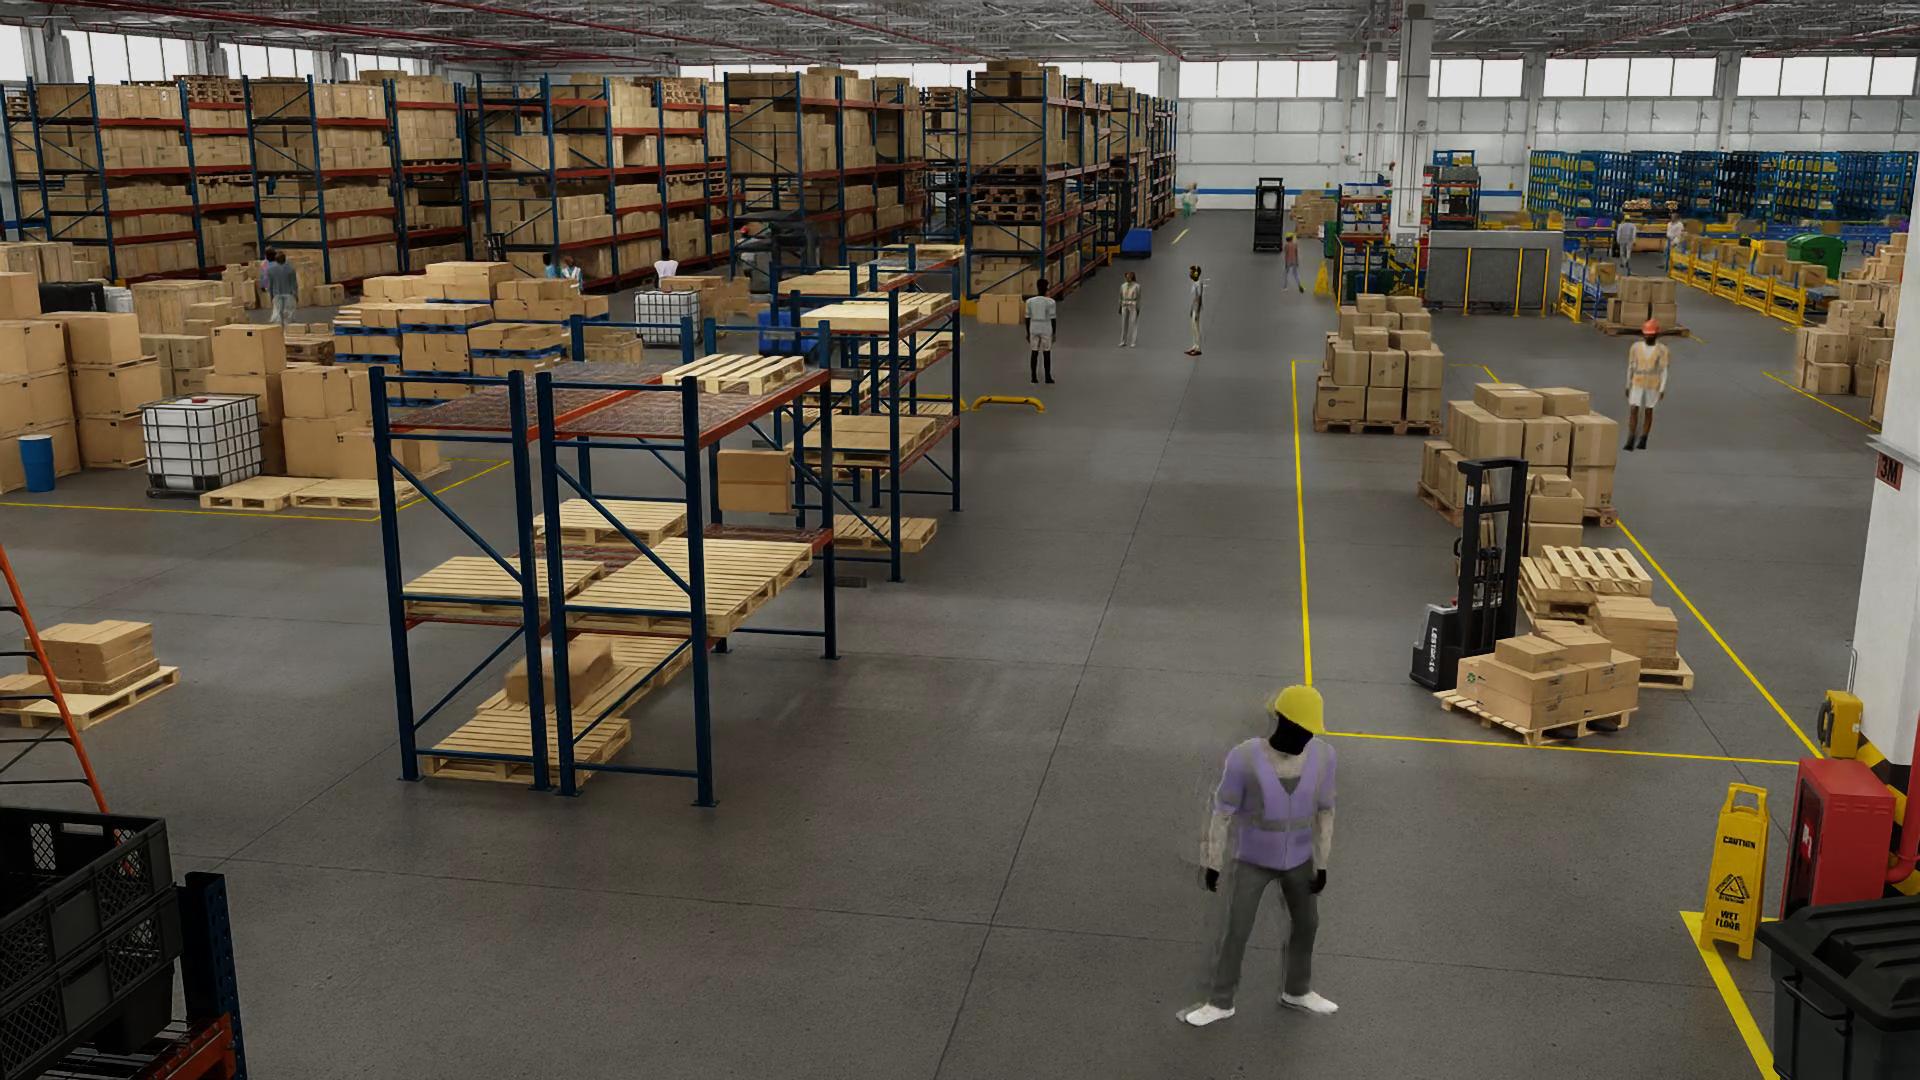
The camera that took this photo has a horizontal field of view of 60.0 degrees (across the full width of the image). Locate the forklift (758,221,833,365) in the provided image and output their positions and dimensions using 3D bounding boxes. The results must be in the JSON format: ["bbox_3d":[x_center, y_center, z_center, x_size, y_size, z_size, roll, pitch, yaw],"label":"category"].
[{"bbox_3d":[-3.362,-5.034,33.642,1.129,2.768,1.873,3,14,10],"label":"forklift"}]

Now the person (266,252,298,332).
[{"bbox_3d":[-15.265,-5.519,37.549,0.635,1.938,0.360,-3,14,-11],"label":"person"}]

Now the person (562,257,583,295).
[{"bbox_3d":[-9.366,-6.026,40.241,0.519,1.631,0.317,1,14,3],"label":"person"}]

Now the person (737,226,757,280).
[{"bbox_3d":[-6.213,-8.101,48.082,0.569,1.910,0.727,4,14,16],"label":"person"}]

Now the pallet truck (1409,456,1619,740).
[{"bbox_3d":[4.504,0.400,13.395,0.823,1.965,1.885,-6,15,-23],"label":"pallet truck"}]

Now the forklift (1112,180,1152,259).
[{"bbox_3d":[6.082,-11.722,60.796,1.873,2.768,1.129,2,14,9],"label":"forklift"}]

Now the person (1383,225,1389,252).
[{"bbox_3d":[14.407,-9.881,55.911,0.287,1.625,0.497,-9,17,-33],"label":"person"}]

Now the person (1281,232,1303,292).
[{"bbox_3d":[9.677,-8.066,48.334,0.538,1.732,0.707,-8,16,-29],"label":"person"}]

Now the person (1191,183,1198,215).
[{"bbox_3d":[13.131,-19.035,92.822,0.454,1.737,0.588,10,17,36],"label":"person"}]

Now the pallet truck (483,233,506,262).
[{"bbox_3d":[-11.832,-7.026,43.548,1.885,1.965,0.823,8,16,28],"label":"pallet truck"}]

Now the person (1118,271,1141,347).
[{"bbox_3d":[3.682,-5.003,36.071,0.514,1.640,0.310,8,16,31],"label":"person"}]

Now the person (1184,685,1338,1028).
[{"bbox_3d":[1.567,1.640,8.610,0.837,1.888,0.409,-3,14,-11],"label":"person"}]

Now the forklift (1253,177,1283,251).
[{"bbox_3d":[12.083,-12.747,64.956,1.129,2.768,1.873,3,14,10],"label":"forklift"}]

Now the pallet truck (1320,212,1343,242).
[{"bbox_3d":[15.874,-13.227,70.310,0.680,1.201,1.601,10,17,35],"label":"pallet truck"}]

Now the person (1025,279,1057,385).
[{"bbox_3d":[1.494,-3.830,30.644,0.626,1.965,0.365,6,15,22],"label":"person"}]

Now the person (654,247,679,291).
[{"bbox_3d":[-6.968,-5.993,39.558,0.606,1.906,0.406,-1,14,-5],"label":"person"}]

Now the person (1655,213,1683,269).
[{"bbox_3d":[23.984,-10.089,56.222,0.879,1.873,0.653,-5,15,-21],"label":"person"}]

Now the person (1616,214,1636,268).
[{"bbox_3d":[22.848,-10.271,57.097,0.625,1.809,0.617,4,14,15],"label":"person"}]

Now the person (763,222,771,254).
[{"bbox_3d":[-7.210,-11.650,63.089,0.494,1.624,0.279,-2,14,-8],"label":"person"}]

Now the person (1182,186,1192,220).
[{"bbox_3d":[11.970,-17.780,87.717,0.535,1.747,0.605,2,14,6],"label":"person"}]

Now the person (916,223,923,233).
[{"bbox_3d":[-1.441,-10.758,59.359,0.436,1.674,0.536,4,15,17],"label":"person"}]

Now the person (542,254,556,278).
[{"bbox_3d":[-10.116,-6.176,40.799,0.813,1.658,0.539,-6,15,-22],"label":"person"}]

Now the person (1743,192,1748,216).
[{"bbox_3d":[37.693,-15.863,79.765,0.597,1.832,0.404,-6,15,-23],"label":"person"}]

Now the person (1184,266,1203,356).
[{"bbox_3d":[4.904,-4.778,34.678,0.332,1.874,0.520,-1,14,-2],"label":"person"}]

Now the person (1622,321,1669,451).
[{"bbox_3d":[9.977,-2.227,24.244,0.570,1.905,0.875,8,16,30],"label":"person"}]

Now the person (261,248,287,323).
[{"bbox_3d":[-16.817,-6.261,40.841,0.633,1.814,0.852,3,14,12],"label":"person"}]
